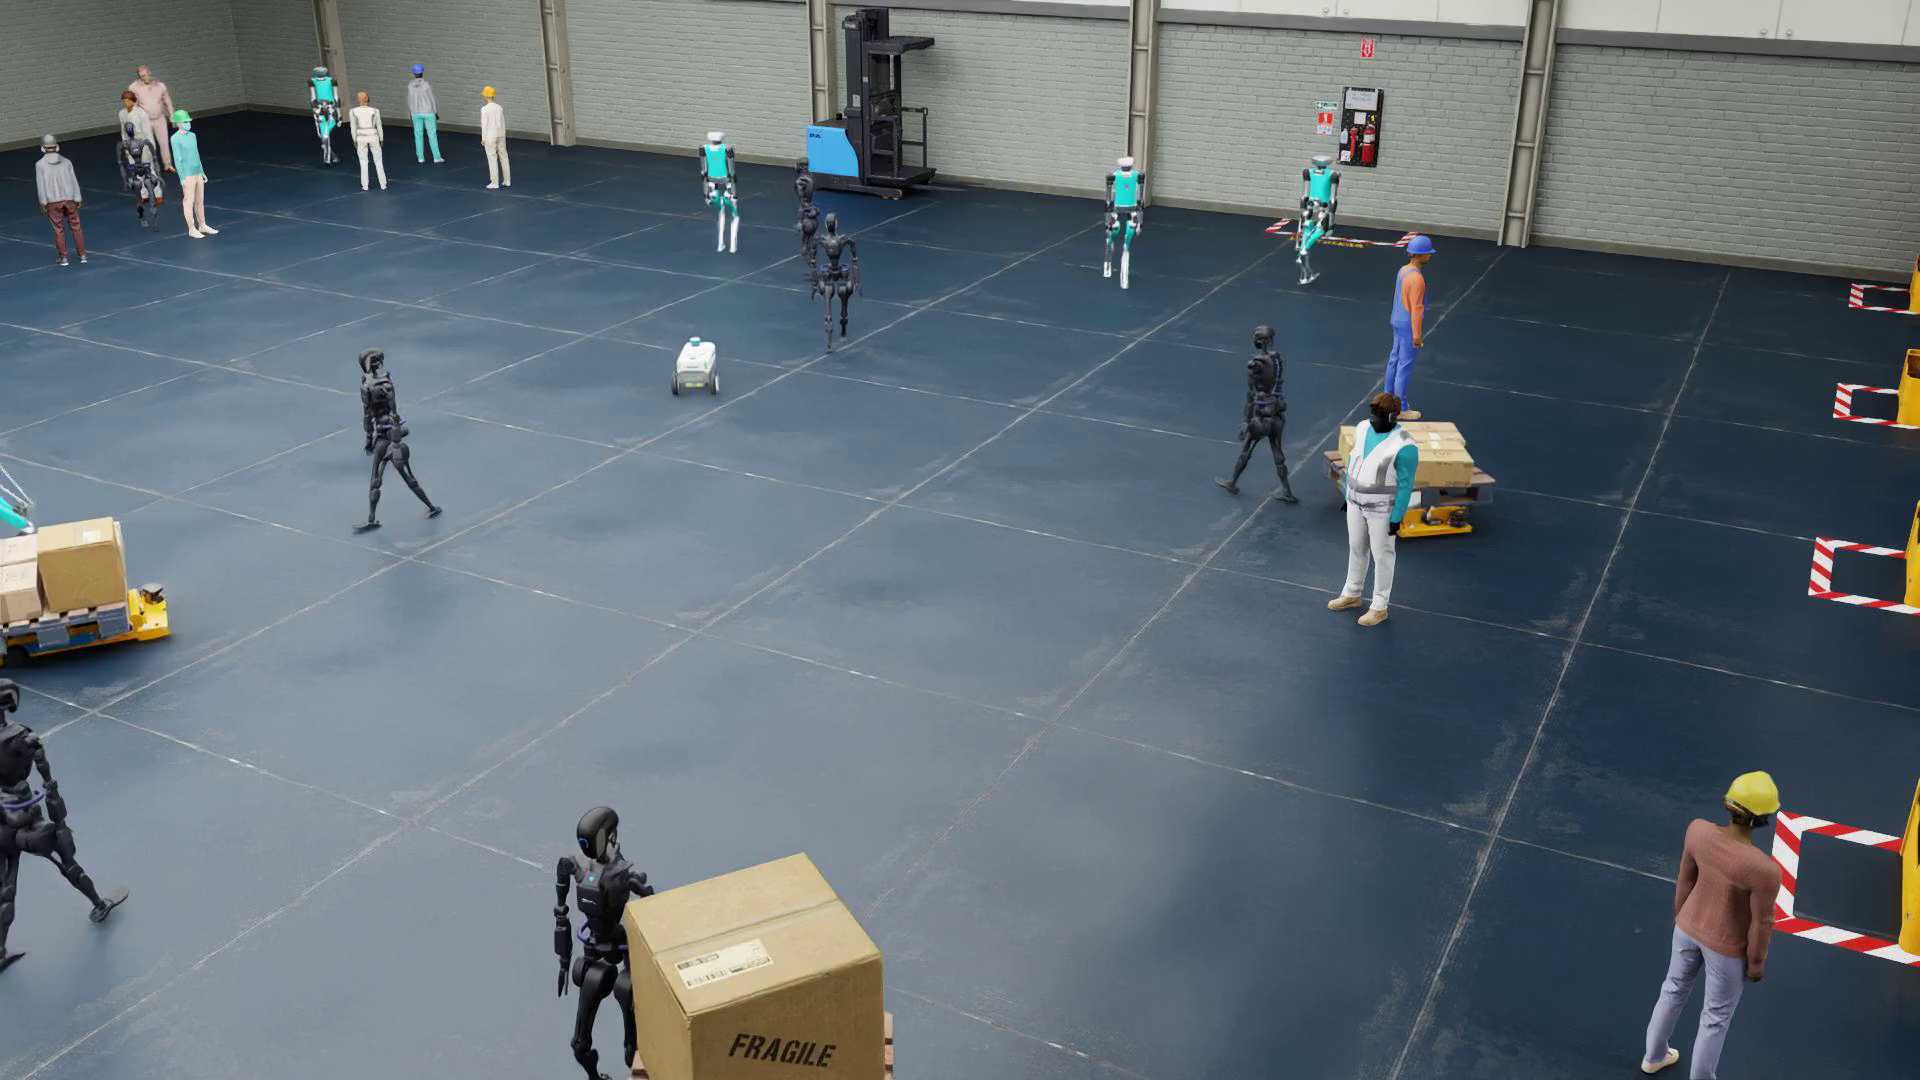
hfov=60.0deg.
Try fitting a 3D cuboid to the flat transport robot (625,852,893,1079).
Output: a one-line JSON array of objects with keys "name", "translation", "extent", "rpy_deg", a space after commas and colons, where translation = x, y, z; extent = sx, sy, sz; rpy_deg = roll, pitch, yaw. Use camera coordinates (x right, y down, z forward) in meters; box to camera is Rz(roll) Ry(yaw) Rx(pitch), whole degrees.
[{"name": "flat transport robot", "translation": [-0.913, 2.780, 7.691], "extent": [0.659, 0.231, 1.431], "rpy_deg": [-1, 23, -2]}]

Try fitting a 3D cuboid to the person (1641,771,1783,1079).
[{"name": "person", "translation": [3.609, 1.880, 7.903], "extent": [0.341, 1.758, 0.519], "rpy_deg": [-11, 26, -24]}]

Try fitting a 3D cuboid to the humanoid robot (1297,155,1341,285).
[{"name": "humanoid robot", "translation": [4.647, -4.171, 22.020], "extent": [0.551, 1.758, 0.963], "rpy_deg": [19, 30, 37]}]

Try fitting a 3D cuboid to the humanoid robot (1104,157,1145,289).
[{"name": "humanoid robot", "translation": [2.133, -4.306, 22.354], "extent": [0.540, 1.789, 0.912], "rpy_deg": [-3, 23, -6]}]

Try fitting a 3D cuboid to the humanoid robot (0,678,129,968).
[{"name": "humanoid robot", "translation": [-5.076, 1.473, 9.009], "extent": [0.590, 1.626, 0.791], "rpy_deg": [8, 25, 19]}]

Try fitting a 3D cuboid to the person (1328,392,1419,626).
[{"name": "person", "translation": [3.167, -0.254, 12.759], "extent": [0.429, 1.846, 0.624], "rpy_deg": [-14, 27, -29]}]

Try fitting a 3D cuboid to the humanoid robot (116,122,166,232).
[{"name": "humanoid robot", "translation": [-12.457, -5.547, 25.326], "extent": [0.597, 1.637, 0.656], "rpy_deg": [-12, 26, -26]}]

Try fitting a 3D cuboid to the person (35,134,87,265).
[{"name": "person", "translation": [-12.629, -4.778, 23.342], "extent": [0.548, 1.806, 0.380], "rpy_deg": [-19, 30, -38]}]

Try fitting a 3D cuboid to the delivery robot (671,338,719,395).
[{"name": "delivery robot", "translation": [-2.892, -1.923, 18.266], "extent": [0.499, 0.585, 0.775], "rpy_deg": [0, 23, -1]}]

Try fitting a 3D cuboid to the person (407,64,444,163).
[{"name": "person", "translation": [-9.791, -7.770, 30.344], "extent": [0.533, 1.778, 0.357], "rpy_deg": [1, 23, 3]}]

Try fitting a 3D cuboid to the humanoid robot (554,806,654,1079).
[{"name": "humanoid robot", "translation": [-1.616, 1.988, 7.750], "extent": [0.589, 1.656, 0.339], "rpy_deg": [8, 25, 18]}]

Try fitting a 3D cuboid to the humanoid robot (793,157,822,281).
[{"name": "humanoid robot", "translation": [-2.052, -4.362, 22.542], "extent": [0.383, 1.637, 0.607], "rpy_deg": [2, 23, 6]}]

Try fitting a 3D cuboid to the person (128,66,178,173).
[{"name": "person", "translation": [-14.228, -7.397, 29.338], "extent": [0.726, 1.890, 0.438], "rpy_deg": [-15, 28, -32]}]

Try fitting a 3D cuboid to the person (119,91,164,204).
[{"name": "person", "translation": [-13.344, -6.371, 27.036], "extent": [0.513, 1.821, 0.366], "rpy_deg": [4, 24, 10]}]

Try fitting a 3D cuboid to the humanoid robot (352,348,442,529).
[{"name": "humanoid robot", "translation": [-4.988, -0.881, 14.495], "extent": [0.781, 1.630, 0.602], "rpy_deg": [-21, 31, -40]}]

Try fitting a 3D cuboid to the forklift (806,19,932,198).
[{"name": "forklift", "translation": [-1.573, -7.292, 27.850], "extent": [1.873, 2.768, 1.129], "rpy_deg": [12, 26, 25]}]

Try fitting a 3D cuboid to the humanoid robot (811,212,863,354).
[{"name": "humanoid robot", "translation": [-1.452, -3.045, 19.546], "extent": [0.609, 1.635, 0.787], "rpy_deg": [-1, 23, -3]}]

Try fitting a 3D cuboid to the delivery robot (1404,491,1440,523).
[{"name": "delivery robot", "translation": [3.830, -0.356, 14.611], "extent": [0.757, 0.580, 0.499], "rpy_deg": [-15, 28, -31]}]

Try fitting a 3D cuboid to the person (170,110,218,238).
[{"name": "person", "translation": [-11.505, -5.479, 24.886], "extent": [0.350, 1.874, 0.512], "rpy_deg": [6, 24, 13]}]

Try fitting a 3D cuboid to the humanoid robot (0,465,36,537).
[{"name": "humanoid robot", "translation": [-7.730, -0.452, 13.386], "extent": [0.648, 1.824, 0.534], "rpy_deg": [-7, 24, -16]}]

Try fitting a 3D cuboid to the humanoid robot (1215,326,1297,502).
[{"name": "humanoid robot", "translation": [2.752, -1.151, 15.112], "extent": [0.779, 1.618, 0.616], "rpy_deg": [19, 30, 38]}]

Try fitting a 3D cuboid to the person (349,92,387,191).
[{"name": "person", "translation": [-10.015, -6.746, 28.144], "extent": [0.508, 1.630, 0.314], "rpy_deg": [-7, 24, -16]}]

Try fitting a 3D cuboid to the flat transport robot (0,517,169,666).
[{"name": "flat transport robot", "translation": [-6.832, 0.643, 12.666], "extent": [1.431, 0.231, 0.659], "rpy_deg": [-11, 26, -24]}]

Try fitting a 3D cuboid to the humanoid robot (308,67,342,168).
[{"name": "humanoid robot", "translation": [-11.507, -7.587, 30.010], "extent": [0.531, 1.772, 1.004], "rpy_deg": [0, 23, -1]}]

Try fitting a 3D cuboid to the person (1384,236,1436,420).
[{"name": "person", "translation": [4.652, -2.207, 17.222], "extent": [0.371, 1.908, 0.531], "rpy_deg": [-3, 23, -7]}]

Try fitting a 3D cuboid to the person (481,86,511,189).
[{"name": "person", "translation": [-7.913, -6.837, 28.263], "extent": [0.306, 1.700, 0.481], "rpy_deg": [17, 28, 34]}]

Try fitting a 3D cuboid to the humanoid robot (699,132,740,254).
[{"name": "humanoid robot", "translation": [-3.378, -5.028, 23.960], "extent": [0.530, 1.745, 0.732], "rpy_deg": [6, 24, 13]}]

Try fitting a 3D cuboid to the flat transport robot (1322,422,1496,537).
[{"name": "flat transport robot", "translation": [4.011, -0.384, 15.057], "extent": [0.659, 0.231, 1.431], "rpy_deg": [-4, 24, -10]}]
